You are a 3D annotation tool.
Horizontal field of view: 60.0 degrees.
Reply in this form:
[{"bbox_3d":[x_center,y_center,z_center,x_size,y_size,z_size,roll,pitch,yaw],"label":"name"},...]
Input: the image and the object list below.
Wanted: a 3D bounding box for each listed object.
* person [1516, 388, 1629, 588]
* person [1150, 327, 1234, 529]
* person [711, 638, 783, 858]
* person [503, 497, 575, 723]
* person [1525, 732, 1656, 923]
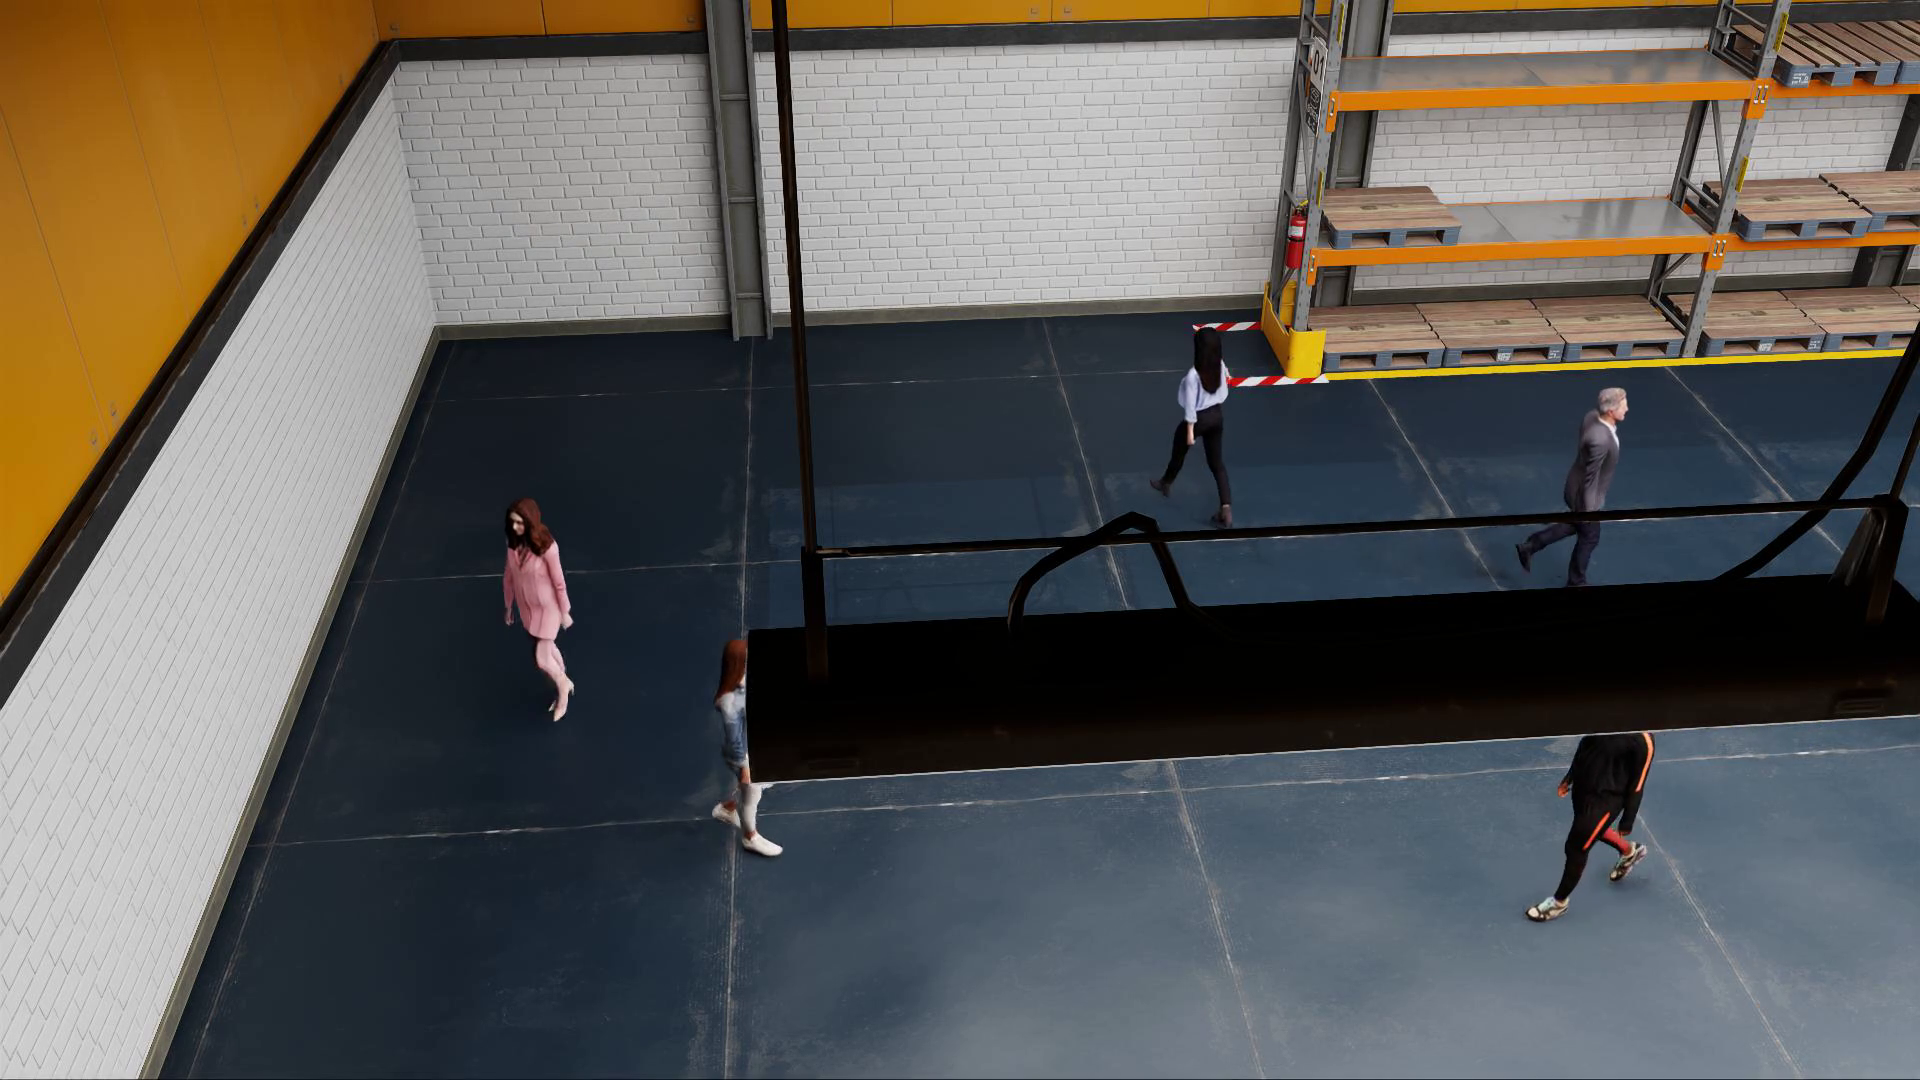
[{"bbox_3d":[4.744,-0.379,12.758,1.068,1.824,0.906,8,34,11],"label":"person"},{"bbox_3d":[2.049,-0.883,13.635,1.194,1.691,1.121,-22,40,-30],"label":"person"},{"bbox_3d":[-1.416,1.284,10.377,0.812,1.689,0.736,7,34,10],"label":"person"},{"bbox_3d":[-2.861,0.425,11.579,0.728,1.790,0.801,19,38,26],"label":"person"},{"bbox_3d":[3.910,1.506,9.960,1.166,1.782,0.772,-10,35,-14],"label":"person"}]
